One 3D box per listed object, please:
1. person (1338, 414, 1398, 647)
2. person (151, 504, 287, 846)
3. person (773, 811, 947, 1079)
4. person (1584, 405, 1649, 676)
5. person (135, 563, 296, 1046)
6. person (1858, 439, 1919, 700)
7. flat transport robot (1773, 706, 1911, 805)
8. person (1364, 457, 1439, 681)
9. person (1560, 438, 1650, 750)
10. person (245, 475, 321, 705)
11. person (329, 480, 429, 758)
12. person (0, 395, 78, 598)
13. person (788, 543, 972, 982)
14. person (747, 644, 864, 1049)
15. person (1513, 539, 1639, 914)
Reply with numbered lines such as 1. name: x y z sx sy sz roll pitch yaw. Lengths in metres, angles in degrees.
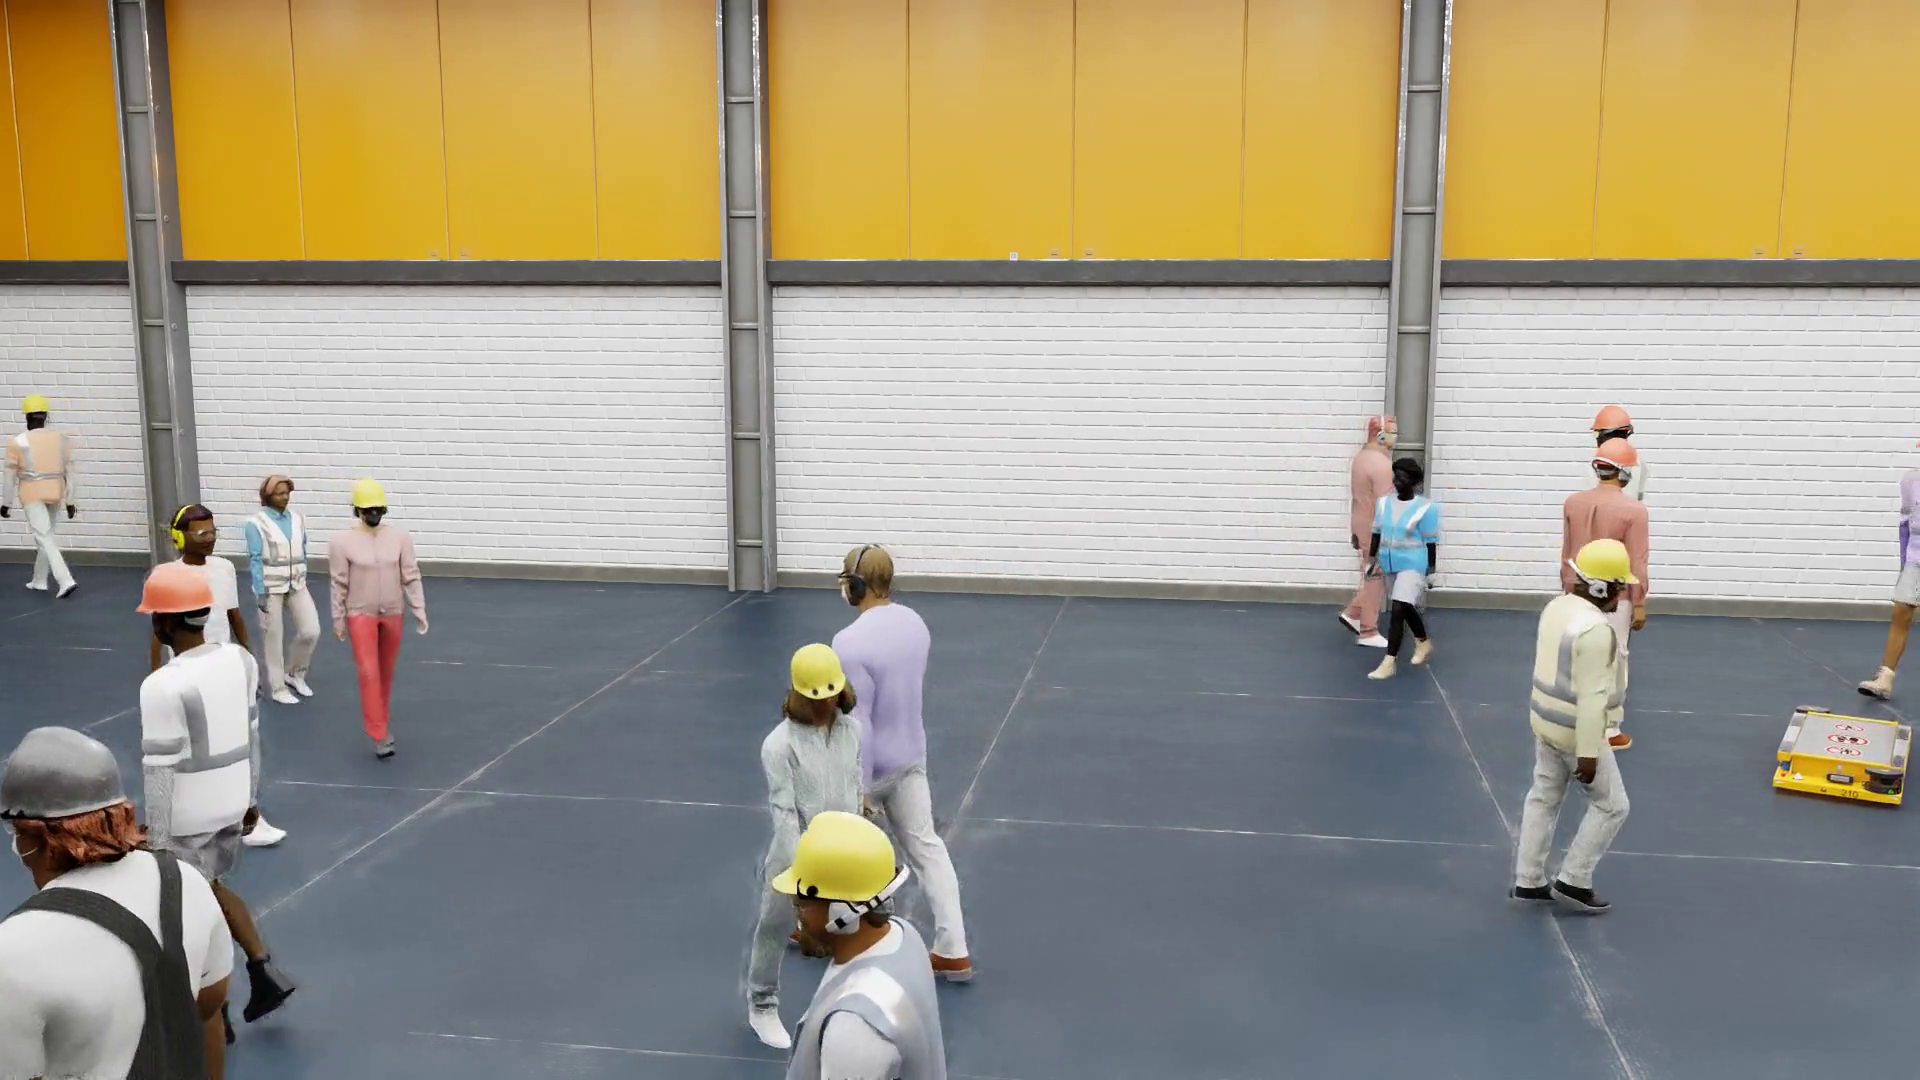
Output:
1. person: 3.368 -0.063 13.342 0.435 1.892 0.651 1 9 4
2. person: -3.990 0.704 8.845 0.968 1.818 0.545 4 10 24
3. person: -0.320 1.512 3.927 0.893 1.786 0.617 0 9 2
4. person: 4.791 0.023 12.349 0.615 2.041 0.387 -6 11 -31
5. person: -2.935 1.038 6.434 0.423 1.927 0.564 2 10 14
6. person: 6.757 0.163 11.629 0.985 1.997 0.618 -6 11 -32
7. flat transport robot: 5.354 1.279 10.054 0.652 0.197 1.431 6 11 31
8. person: 3.372 0.188 12.538 0.870 1.660 0.521 -7 11 -36
9. person: 4.096 0.342 10.568 0.402 1.988 0.618 -6 11 -32
10. person: -4.715 0.354 11.584 0.376 1.625 0.528 6 11 31
11. person: -3.606 0.495 10.408 0.528 1.734 0.845 -8 12 -39
12. person: -8.534 -0.407 15.496 0.951 1.891 0.598 5 11 29
13. person: -0.359 0.946 7.173 1.035 1.883 0.653 6 11 34
14. person: -0.534 1.196 6.243 0.483 1.675 0.972 -8 12 -39
15. person: 2.899 0.878 7.791 0.557 1.801 0.713 0 9 -3
